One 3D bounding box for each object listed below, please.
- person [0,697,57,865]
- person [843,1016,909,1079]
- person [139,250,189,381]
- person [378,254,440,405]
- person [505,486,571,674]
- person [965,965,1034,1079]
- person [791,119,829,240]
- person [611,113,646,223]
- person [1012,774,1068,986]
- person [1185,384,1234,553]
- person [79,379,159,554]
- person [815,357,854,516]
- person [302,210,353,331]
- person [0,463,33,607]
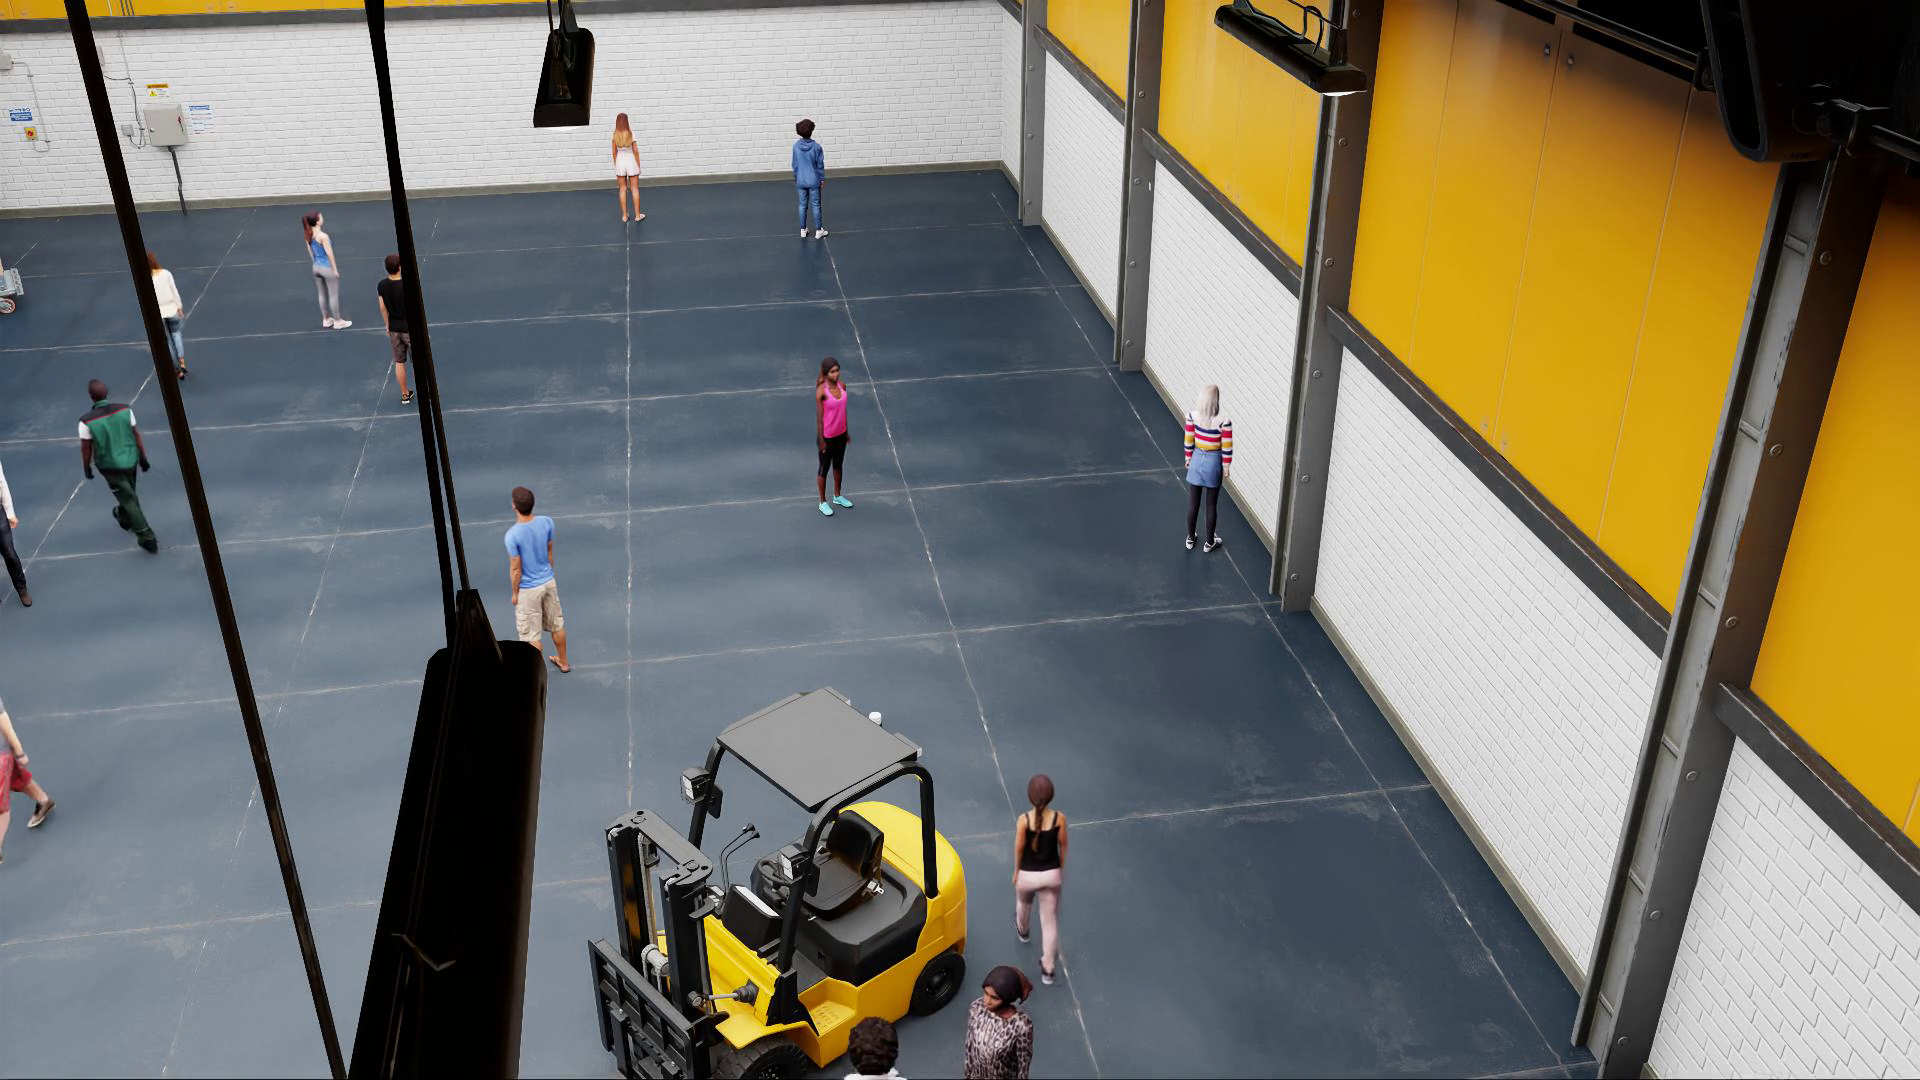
[{"bbox_3d":[-7.242,1.592,12.582,0.914,1.604,1.228,6,29,11],"label":"person"},{"bbox_3d":[-0.409,3.413,9.054,0.919,1.786,1.112,8,30,14],"label":"person"},{"bbox_3d":[-9.768,-2.740,20.450,0.735,1.676,0.760,-21,35,-34],"label":"person"},{"bbox_3d":[-6.641,-2.519,19.850,0.737,1.862,0.696,4,29,7],"label":"person"},{"bbox_3d":[-3.705,0.389,14.517,0.770,1.864,0.727,22,35,34],"label":"person"},{"bbox_3d":[0.226,3.146,9.618,0.679,1.714,0.741,19,34,31],"label":"person"},{"bbox_3d":[-2.308,-5.522,25.408,0.757,1.811,0.739,8,30,14],"label":"person"},{"bbox_3d":[-5.251,-5.871,26.168,0.614,1.695,0.605,1,29,2],"label":"person"},{"bbox_3d":[0.541,2.337,11.298,0.576,1.526,0.929,-3,29,-6],"label":"person"},{"bbox_3d":[2.462,-0.734,16.632,0.722,1.809,0.742,14,32,24],"label":"person"},{"bbox_3d":[-8.345,-0.690,16.577,1.273,1.785,1.160,22,36,35],"label":"person"},{"bbox_3d":[-1.343,-1.115,17.422,0.655,1.722,0.686,-22,36,-34],"label":"person"},{"bbox_3d":[-8.439,-3.594,22.083,0.660,1.610,0.708,15,32,25],"label":"person"},{"bbox_3d":[-9.156,-0.214,15.614,0.721,1.871,0.666,-15,32,-26],"label":"person"}]
